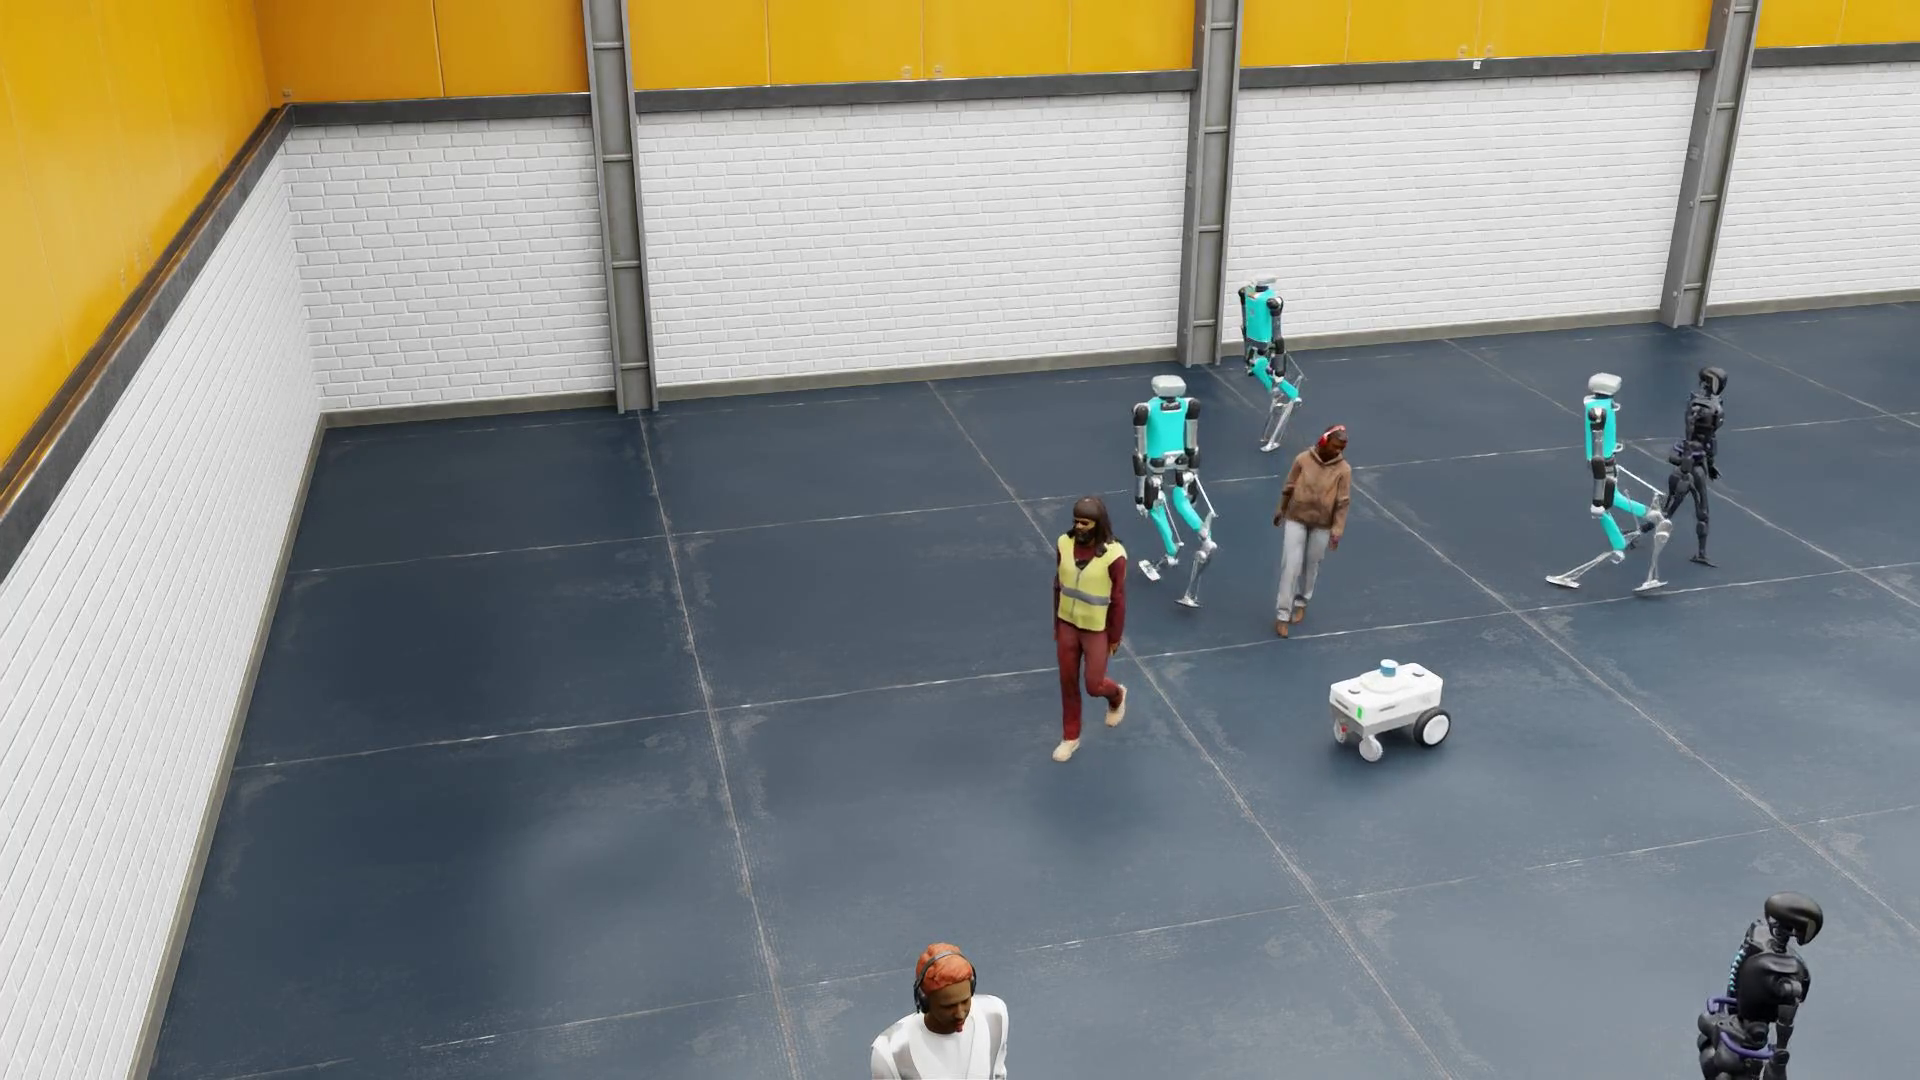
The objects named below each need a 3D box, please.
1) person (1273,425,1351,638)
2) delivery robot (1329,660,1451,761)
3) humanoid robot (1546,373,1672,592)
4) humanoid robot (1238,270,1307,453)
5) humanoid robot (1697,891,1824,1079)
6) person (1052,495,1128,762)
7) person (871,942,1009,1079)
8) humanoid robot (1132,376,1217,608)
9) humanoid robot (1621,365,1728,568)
[{"bbox_3d":[2.493,-0.080,11.872,0.514,1.604,0.646,5,24,11],"label":"person"},{"bbox_3d":[2.736,1.047,10.632,0.769,0.598,0.499,-11,26,-24],"label":"delivery robot"},{"bbox_3d":[5.025,-0.339,12.382,1.042,1.750,0.537,10,26,22],"label":"humanoid robot"},{"bbox_3d":[2.919,-1.609,15.268,0.789,1.824,0.545,-13,27,-27],"label":"humanoid robot"},{"bbox_3d":[3.191,2.114,6.820,0.351,1.644,0.590,2,24,5],"label":"humanoid robot"},{"bbox_3d":[0.818,0.522,10.335,0.471,1.753,0.557,15,28,31],"label":"person"},{"bbox_3d":[-0.055,2.293,6.152,0.580,1.882,0.352,-15,28,-31],"label":"person"},{"bbox_3d":[1.609,-0.285,12.230,0.530,1.739,1.066,-8,25,-18],"label":"humanoid robot"},{"bbox_3d":[5.691,-0.601,13.030,0.750,1.638,0.584,21,31,39],"label":"humanoid robot"}]
